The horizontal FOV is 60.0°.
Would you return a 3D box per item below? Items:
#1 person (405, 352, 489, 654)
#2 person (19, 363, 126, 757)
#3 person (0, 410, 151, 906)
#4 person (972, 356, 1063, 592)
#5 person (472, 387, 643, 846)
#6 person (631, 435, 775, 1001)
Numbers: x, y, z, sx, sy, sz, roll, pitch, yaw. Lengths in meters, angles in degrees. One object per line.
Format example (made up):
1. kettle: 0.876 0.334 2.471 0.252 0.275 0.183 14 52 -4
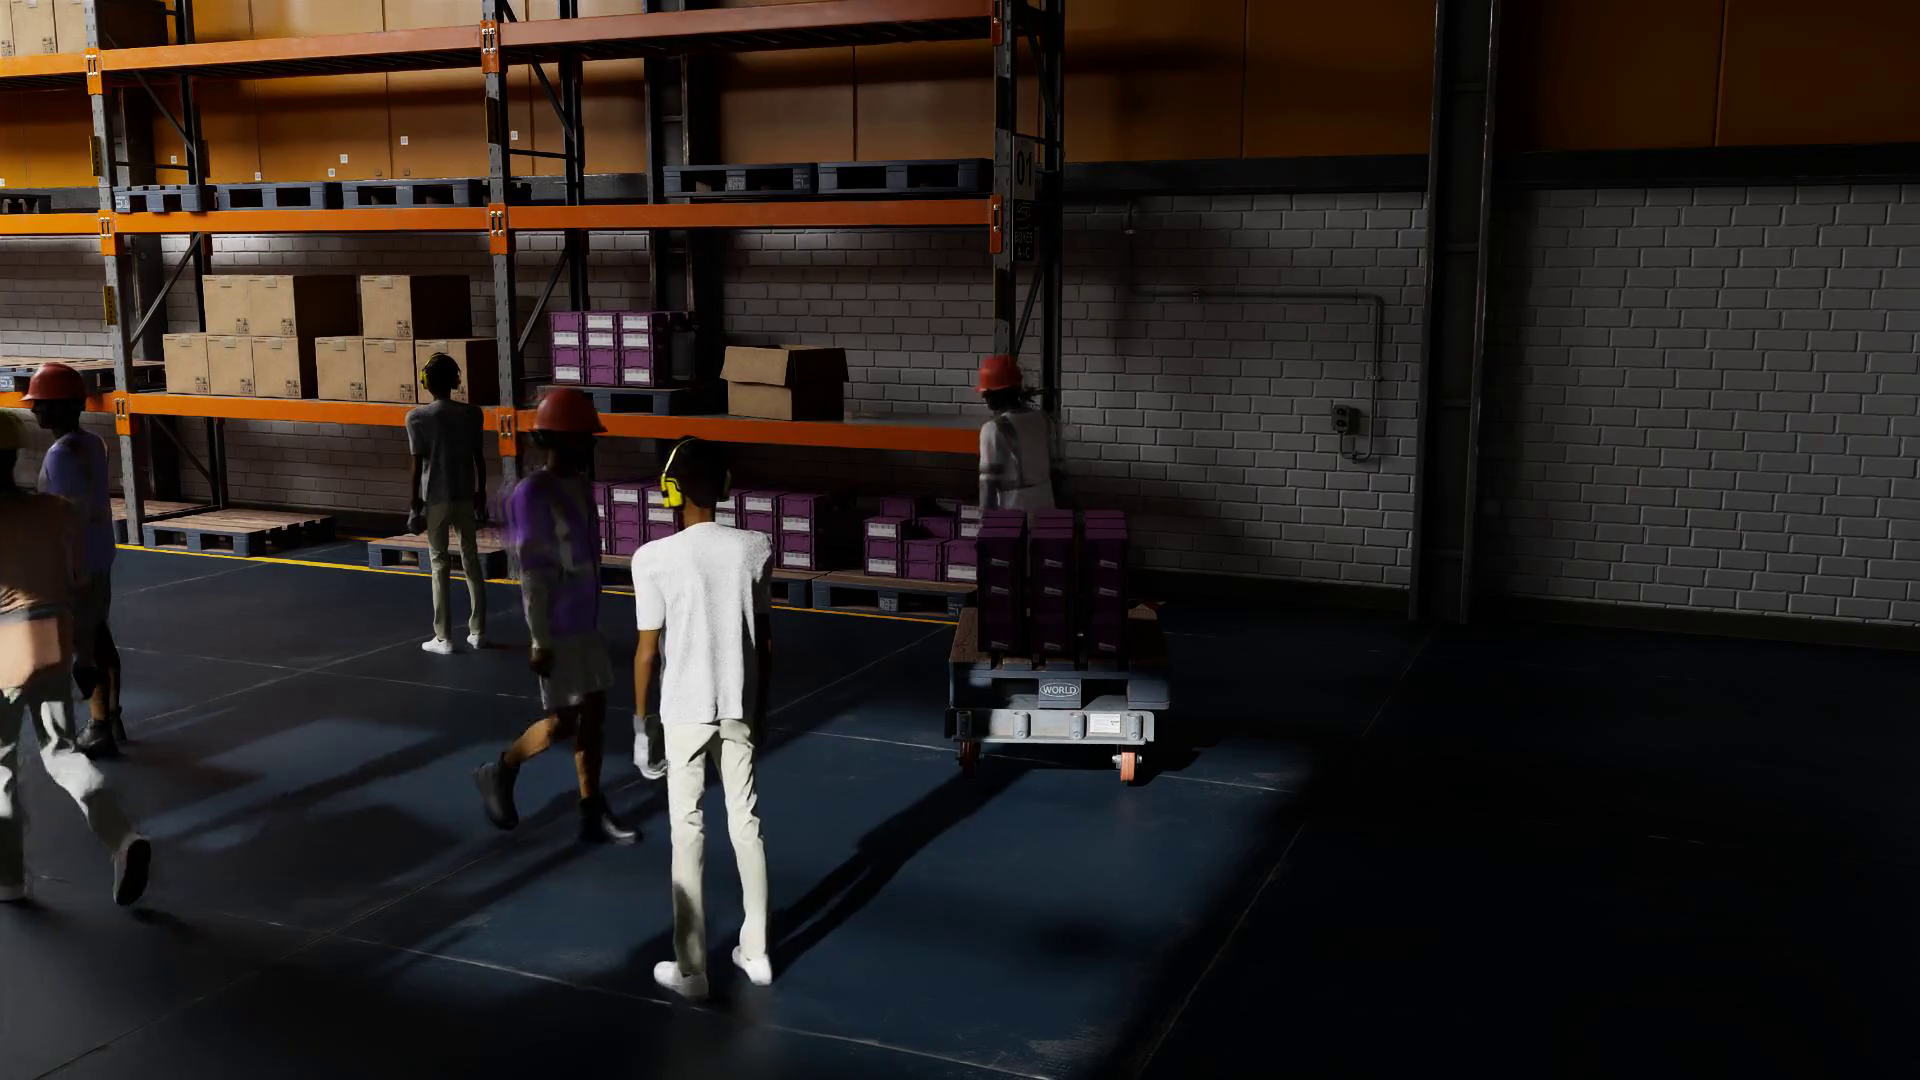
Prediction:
1. person: -3.180 -0.225 10.332 0.508 1.872 0.329 -8 12 -39
2. person: -4.342 0.104 8.155 0.355 1.939 0.543 -2 10 -14
3. person: -3.432 0.456 6.158 0.790 1.907 0.601 5 11 26
4. person: 0.315 -0.130 9.707 0.872 1.883 0.571 7 12 36
5. person: -1.666 0.326 6.867 0.630 1.926 0.558 3 10 16
6. person: -0.840 0.588 5.489 0.500 1.865 0.316 -5 11 -30
